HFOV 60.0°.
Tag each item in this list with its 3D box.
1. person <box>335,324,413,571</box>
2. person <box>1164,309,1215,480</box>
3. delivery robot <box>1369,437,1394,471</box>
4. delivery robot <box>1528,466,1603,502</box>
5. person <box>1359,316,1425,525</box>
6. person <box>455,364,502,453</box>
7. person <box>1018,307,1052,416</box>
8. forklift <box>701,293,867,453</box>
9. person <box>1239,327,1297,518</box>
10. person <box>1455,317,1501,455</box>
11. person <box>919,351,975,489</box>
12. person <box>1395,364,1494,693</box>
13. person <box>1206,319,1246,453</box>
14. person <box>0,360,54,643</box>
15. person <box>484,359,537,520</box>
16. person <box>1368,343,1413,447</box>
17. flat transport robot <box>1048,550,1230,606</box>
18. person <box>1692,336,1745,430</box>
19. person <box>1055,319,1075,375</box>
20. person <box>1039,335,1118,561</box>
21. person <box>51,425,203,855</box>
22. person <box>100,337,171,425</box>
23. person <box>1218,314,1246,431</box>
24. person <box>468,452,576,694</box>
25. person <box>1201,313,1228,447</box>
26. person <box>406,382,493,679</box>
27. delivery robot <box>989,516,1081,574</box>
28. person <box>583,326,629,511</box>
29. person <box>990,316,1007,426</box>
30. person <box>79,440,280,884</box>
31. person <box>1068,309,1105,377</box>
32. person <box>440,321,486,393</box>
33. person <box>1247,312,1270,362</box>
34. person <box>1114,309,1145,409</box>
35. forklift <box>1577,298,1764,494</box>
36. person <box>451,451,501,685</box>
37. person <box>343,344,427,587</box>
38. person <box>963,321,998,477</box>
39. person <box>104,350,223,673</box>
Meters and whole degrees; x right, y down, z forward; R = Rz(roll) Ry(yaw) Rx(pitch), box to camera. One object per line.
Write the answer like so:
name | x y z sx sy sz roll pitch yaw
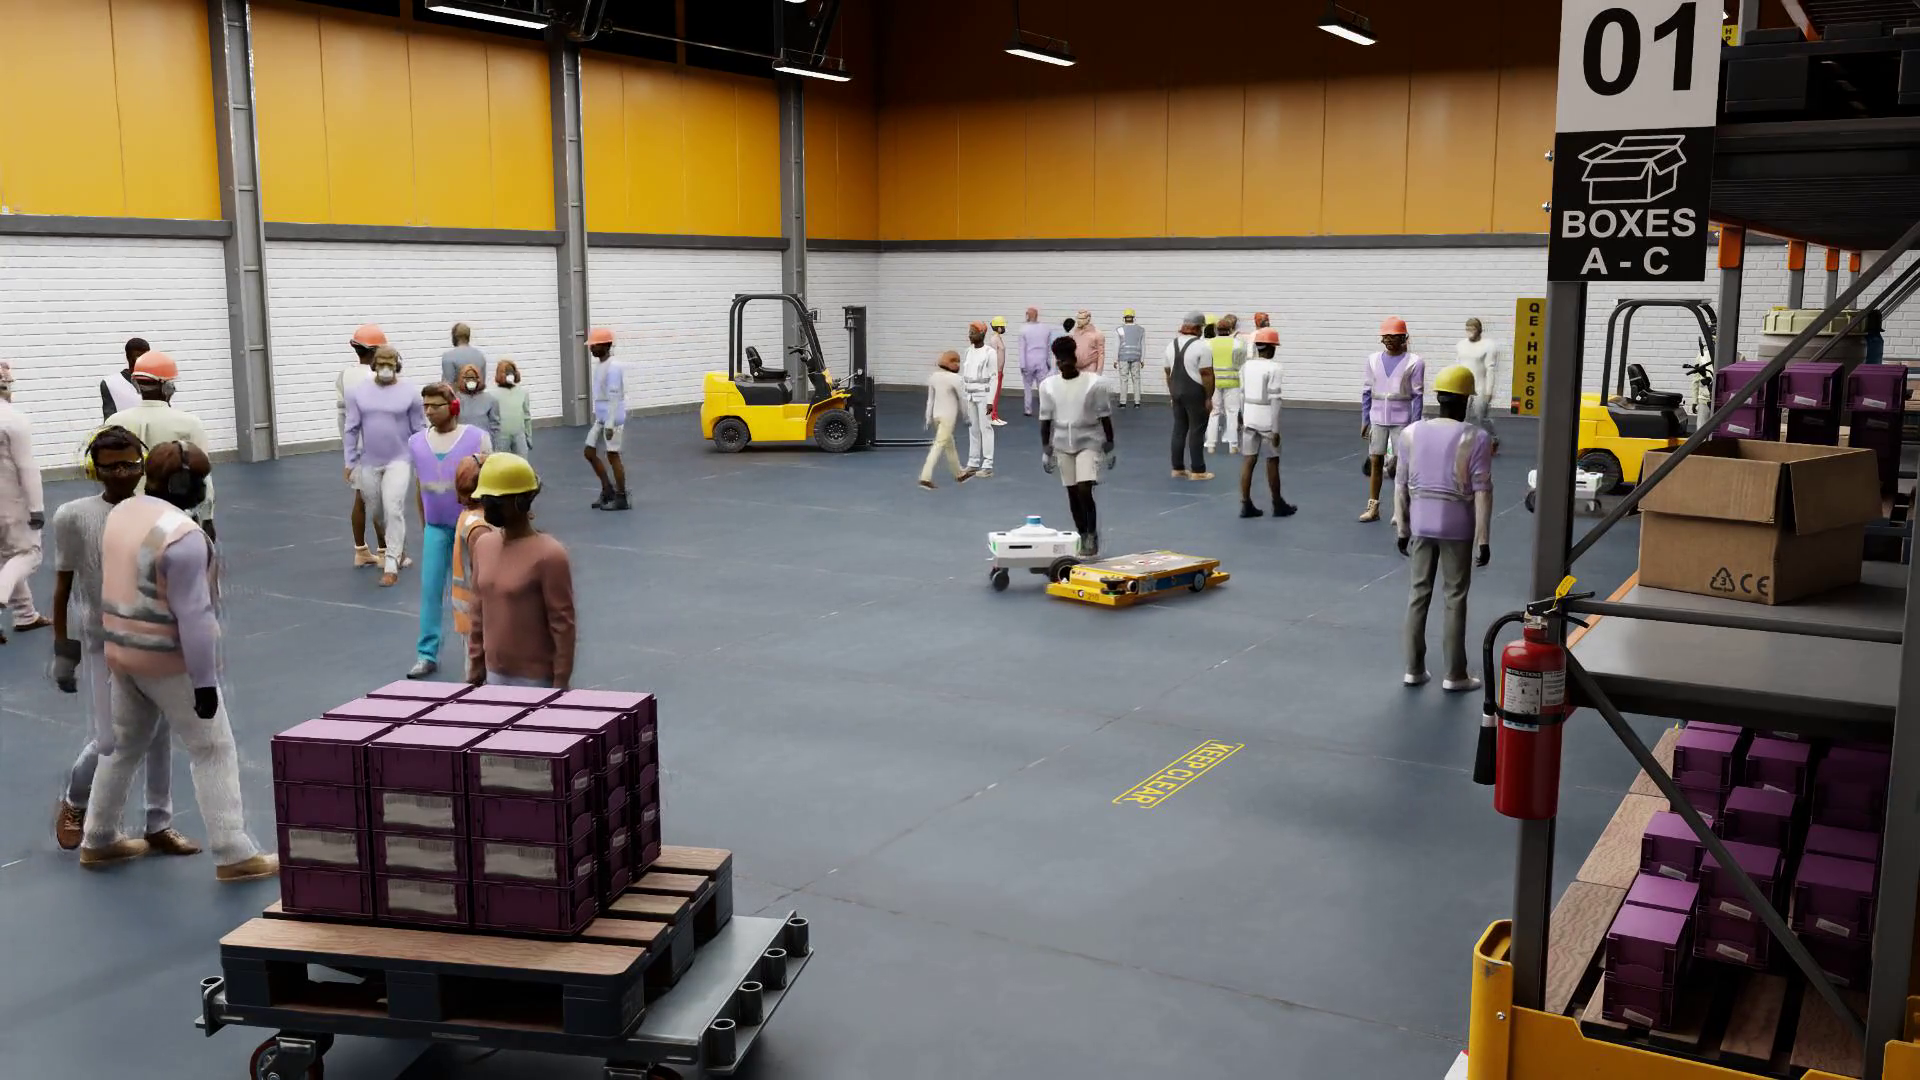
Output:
person | -4.855 -0.765 13.790 0.616 2.041 0.381 5 10 28
person | 2.799 -1.741 19.886 0.536 2.000 0.688 -7 11 -37
delivery robot | 5.279 -1.074 20.058 0.707 0.478 0.477 -6 11 -33
delivery robot | 6.198 -0.587 17.014 0.707 0.478 0.477 4 10 24
person | 4.223 -1.170 16.313 0.605 2.045 0.377 6 11 33
person | -4.506 -0.819 15.427 0.501 1.626 0.278 -2 9 -14
person | 1.304 -3.039 28.455 0.657 1.888 0.663 -3 10 -20
forklift | -2.458 -2.344 23.176 2.313 2.155 1.214 0 9 -2
person | 3.078 -1.173 16.742 0.559 1.934 0.567 -7 11 -37
person | 6.867 -2.012 22.071 0.967 1.900 0.634 -8 12 -41
person | -0.155 -1.376 19.068 0.933 1.574 0.490 -8 12 -41
person | 2.860 -0.070 9.814 0.594 1.924 0.381 8 12 42
person | 3.607 -2.104 22.781 0.627 1.843 0.429 2 9 14
person | -6.422 -0.263 11.144 0.664 1.886 0.778 3 10 18
person | -4.544 -1.020 16.727 0.515 1.610 0.708 -8 12 -39
person | 6.094 -1.972 22.740 0.879 1.592 0.557 1 9 4
flat transport robot | 1.395 0.275 12.811 0.652 0.197 1.431 9 13 44
person | 9.247 -1.707 20.315 0.586 1.835 0.403 4 10 25
person | 1.955 -3.106 29.588 0.548 1.649 0.859 5 11 30
person | 0.978 -0.772 14.172 0.675 1.927 0.655 4 10 24
person | -3.525 0.428 6.971 0.545 1.848 0.529 7 11 36
person | -7.042 -0.781 14.296 0.398 1.913 0.589 8 12 39
person | 4.181 -2.598 25.897 0.675 1.821 0.554 -3 10 -18
person | -1.761 0.526 6.616 0.533 1.768 0.326 6 11 35
person | 3.571 -2.263 23.586 0.598 1.898 0.480 7 11 36
person | -3.138 -0.099 10.411 0.585 1.800 0.961 2 9 10
delivery robot | 0.579 0.055 13.007 0.707 0.478 0.477 -1 9 -3
person | -3.663 -1.243 17.143 0.504 1.917 0.564 -5 11 -30
person | 0.617 -2.736 26.958 0.313 1.768 0.527 2 9 11
person | -3.187 0.496 6.748 0.782 1.794 0.539 7 11 35
person | 1.924 -2.638 25.914 0.644 1.904 0.399 5 11 30
person | -5.567 -1.492 18.705 0.758 1.920 0.663 4 10 22
person | 4.489 -2.477 24.986 0.358 1.879 0.587 -1 9 -6
person | 3.069 -3.288 30.234 0.591 1.819 0.404 -1 9 -9
forklift | 7.954 -1.589 18.462 2.313 2.155 1.214 5 11 30
person | -2.181 0.413 7.677 0.307 1.645 0.513 -4 10 -21
person | -4.561 -0.619 13.305 0.638 1.911 0.810 -1 9 -5
person | 0.224 -1.699 20.119 0.354 1.883 0.573 -7 11 -37
person | -4.818 -0.145 10.069 0.626 1.992 0.387 0 9 -1
